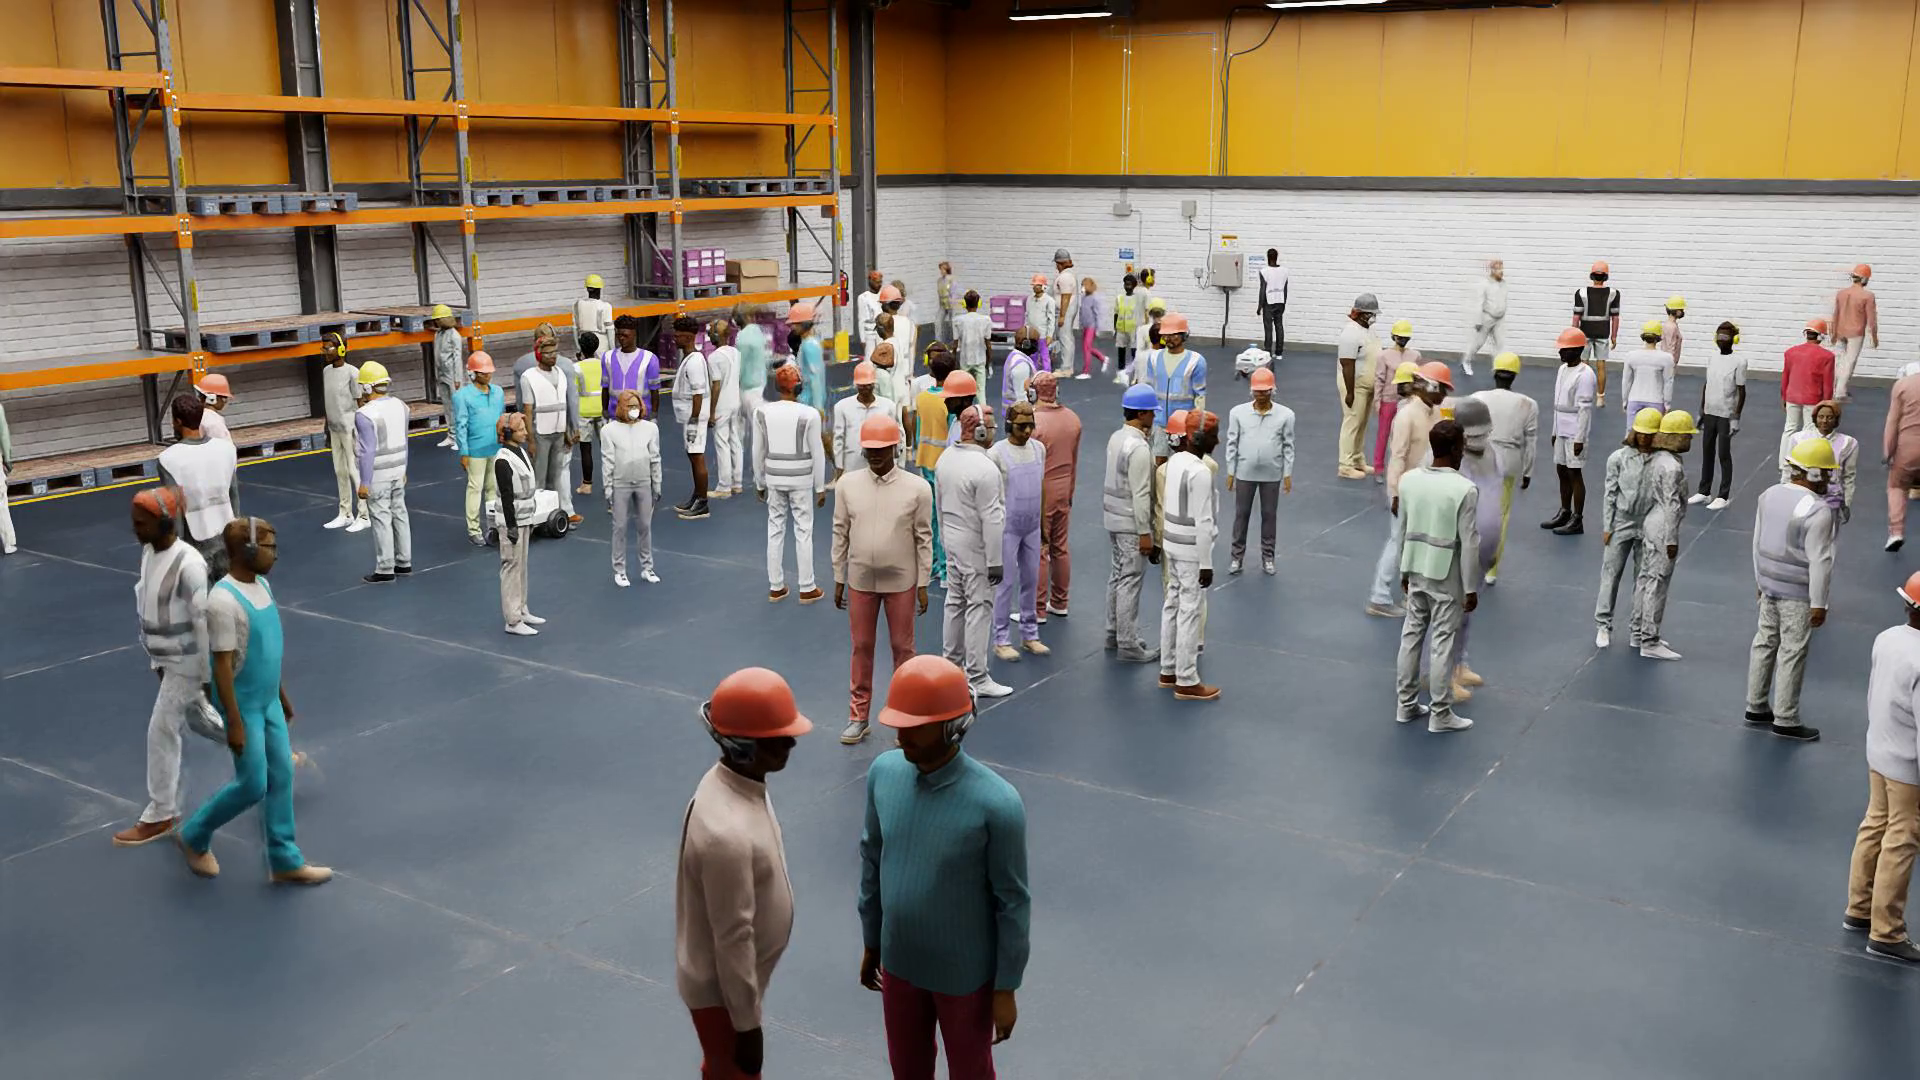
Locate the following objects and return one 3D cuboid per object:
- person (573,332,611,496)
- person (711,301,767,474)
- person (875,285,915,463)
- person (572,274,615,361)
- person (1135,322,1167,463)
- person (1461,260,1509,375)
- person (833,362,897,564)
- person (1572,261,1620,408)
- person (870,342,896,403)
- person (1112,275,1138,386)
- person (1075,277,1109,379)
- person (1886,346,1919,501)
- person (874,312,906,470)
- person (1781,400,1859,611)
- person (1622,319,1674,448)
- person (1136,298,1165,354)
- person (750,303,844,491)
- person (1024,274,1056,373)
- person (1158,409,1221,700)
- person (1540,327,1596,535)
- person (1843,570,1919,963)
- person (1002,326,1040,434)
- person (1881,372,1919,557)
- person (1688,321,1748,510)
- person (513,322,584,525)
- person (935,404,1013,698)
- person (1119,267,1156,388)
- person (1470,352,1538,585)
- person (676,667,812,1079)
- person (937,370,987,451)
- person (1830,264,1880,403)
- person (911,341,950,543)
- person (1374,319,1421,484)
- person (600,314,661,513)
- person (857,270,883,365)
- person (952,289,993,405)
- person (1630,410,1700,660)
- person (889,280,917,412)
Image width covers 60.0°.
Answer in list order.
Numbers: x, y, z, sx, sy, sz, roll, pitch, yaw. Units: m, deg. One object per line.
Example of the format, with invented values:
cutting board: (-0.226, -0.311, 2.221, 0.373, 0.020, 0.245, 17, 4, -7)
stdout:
person: (-3.807, -1.305, 17.220, 0.540, 1.696, 0.316, -9, 16, -35)
person: (-2.442, -1.672, 18.340, 0.886, 1.901, 0.650, 1, 13, 2)
person: (-0.776, -1.857, 18.854, 0.393, 2.041, 0.614, 10, 16, 37)
person: (-4.870, -2.577, 22.234, 0.594, 1.924, 0.381, 4, 13, 16)
person: (1.938, -1.255, 16.664, 0.322, 1.856, 0.529, -11, 17, -41)
person: (8.406, -3.524, 26.469, 0.658, 1.878, 0.933, -6, 14, -23)
person: (-0.804, -0.656, 14.305, 0.564, 1.739, 0.352, -3, 13, -11)
person: (8.863, -2.869, 23.246, 0.615, 2.041, 0.388, 4, 13, 15)
person: (-0.775, -1.189, 16.856, 0.265, 1.632, 0.507, -4, 14, -17)
person: (2.581, -3.215, 25.501, 0.535, 1.699, 0.318, 8, 15, 30)
person: (2.104, -3.364, 26.345, 0.648, 1.607, 0.502, -7, 15, -29)
person: (9.781, -1.238, 16.953, 0.320, 1.686, 0.541, -6, 14, -24)
person: (-0.762, -1.512, 17.808, 0.343, 1.840, 0.507, 6, 14, 23)
person: (6.613, -0.271, 12.858, 0.514, 1.642, 0.310, 6, 14, 25)
person: (7.336, -1.469, 17.772, 0.525, 1.772, 0.309, 10, 16, 36)
person: (2.477, -2.175, 20.959, 0.529, 1.719, 0.919, 2, 13, 7)
person: (-1.631, -1.454, 17.241, 1.063, 1.979, 0.623, -1, 13, -3)
person: (1.168, -3.096, 24.854, 0.563, 1.756, 0.319, 12, 18, 43)
person: (1.490, 0.088, 10.762, 0.346, 1.885, 0.578, -3, 13, -14)
person: (5.637, -1.009, 15.439, 0.392, 1.929, 0.546, -2, 13, -8)
person: (4.164, 0.959, 7.276, 0.333, 1.749, 0.575, 2, 13, 7)
person: (0.627, -1.194, 16.451, 0.429, 1.837, 0.624, 0, 13, -2)
person: (8.397, -0.754, 14.471, 0.655, 1.873, 0.522, 5, 14, 21)
person: (7.546, -1.239, 16.555, 0.320, 1.871, 0.533, -5, 14, -21)
person: (-3.877, -1.084, 15.730, 0.635, 1.938, 0.359, 3, 13, 15)
person: (0.105, 0.066, 10.813, 0.402, 1.906, 0.652, -8, 15, -30)
person: (2.727, -3.130, 24.798, 0.594, 1.849, 0.547, -1, 13, -6)
person: (4.462, -0.620, 13.837, 0.599, 1.878, 0.934, 4, 14, 19)
person: (-0.656, 1.340, 5.128, 0.429, 1.982, 0.615, -1, 13, -3)
person: (0.019, -0.303, 12.375, 0.388, 1.930, 0.545, -3, 13, -12)
person: (12.774, -2.930, 23.677, 0.705, 1.971, 0.632, -3, 13, -15)
person: (-0.205, -0.836, 14.819, 0.510, 1.867, 0.329, -9, 16, -36)
person: (4.688, -1.478, 17.822, 0.533, 1.766, 0.312, -3, 13, -13)
person: (-3.234, -1.230, 16.303, 0.606, 1.966, 0.367, 2, 13, 7)
person: (-1.205, -2.895, 23.709, 0.355, 1.880, 0.595, 12, 18, 43)
person: (0.155, -2.158, 20.573, 0.510, 1.860, 0.333, 0, 13, 1)
person: (4.947, -0.044, 11.649, 0.295, 1.743, 0.493, 2, 13, 8)
person: (-0.823, -2.613, 22.605, 0.519, 1.822, 0.495, 6, 14, 25)
